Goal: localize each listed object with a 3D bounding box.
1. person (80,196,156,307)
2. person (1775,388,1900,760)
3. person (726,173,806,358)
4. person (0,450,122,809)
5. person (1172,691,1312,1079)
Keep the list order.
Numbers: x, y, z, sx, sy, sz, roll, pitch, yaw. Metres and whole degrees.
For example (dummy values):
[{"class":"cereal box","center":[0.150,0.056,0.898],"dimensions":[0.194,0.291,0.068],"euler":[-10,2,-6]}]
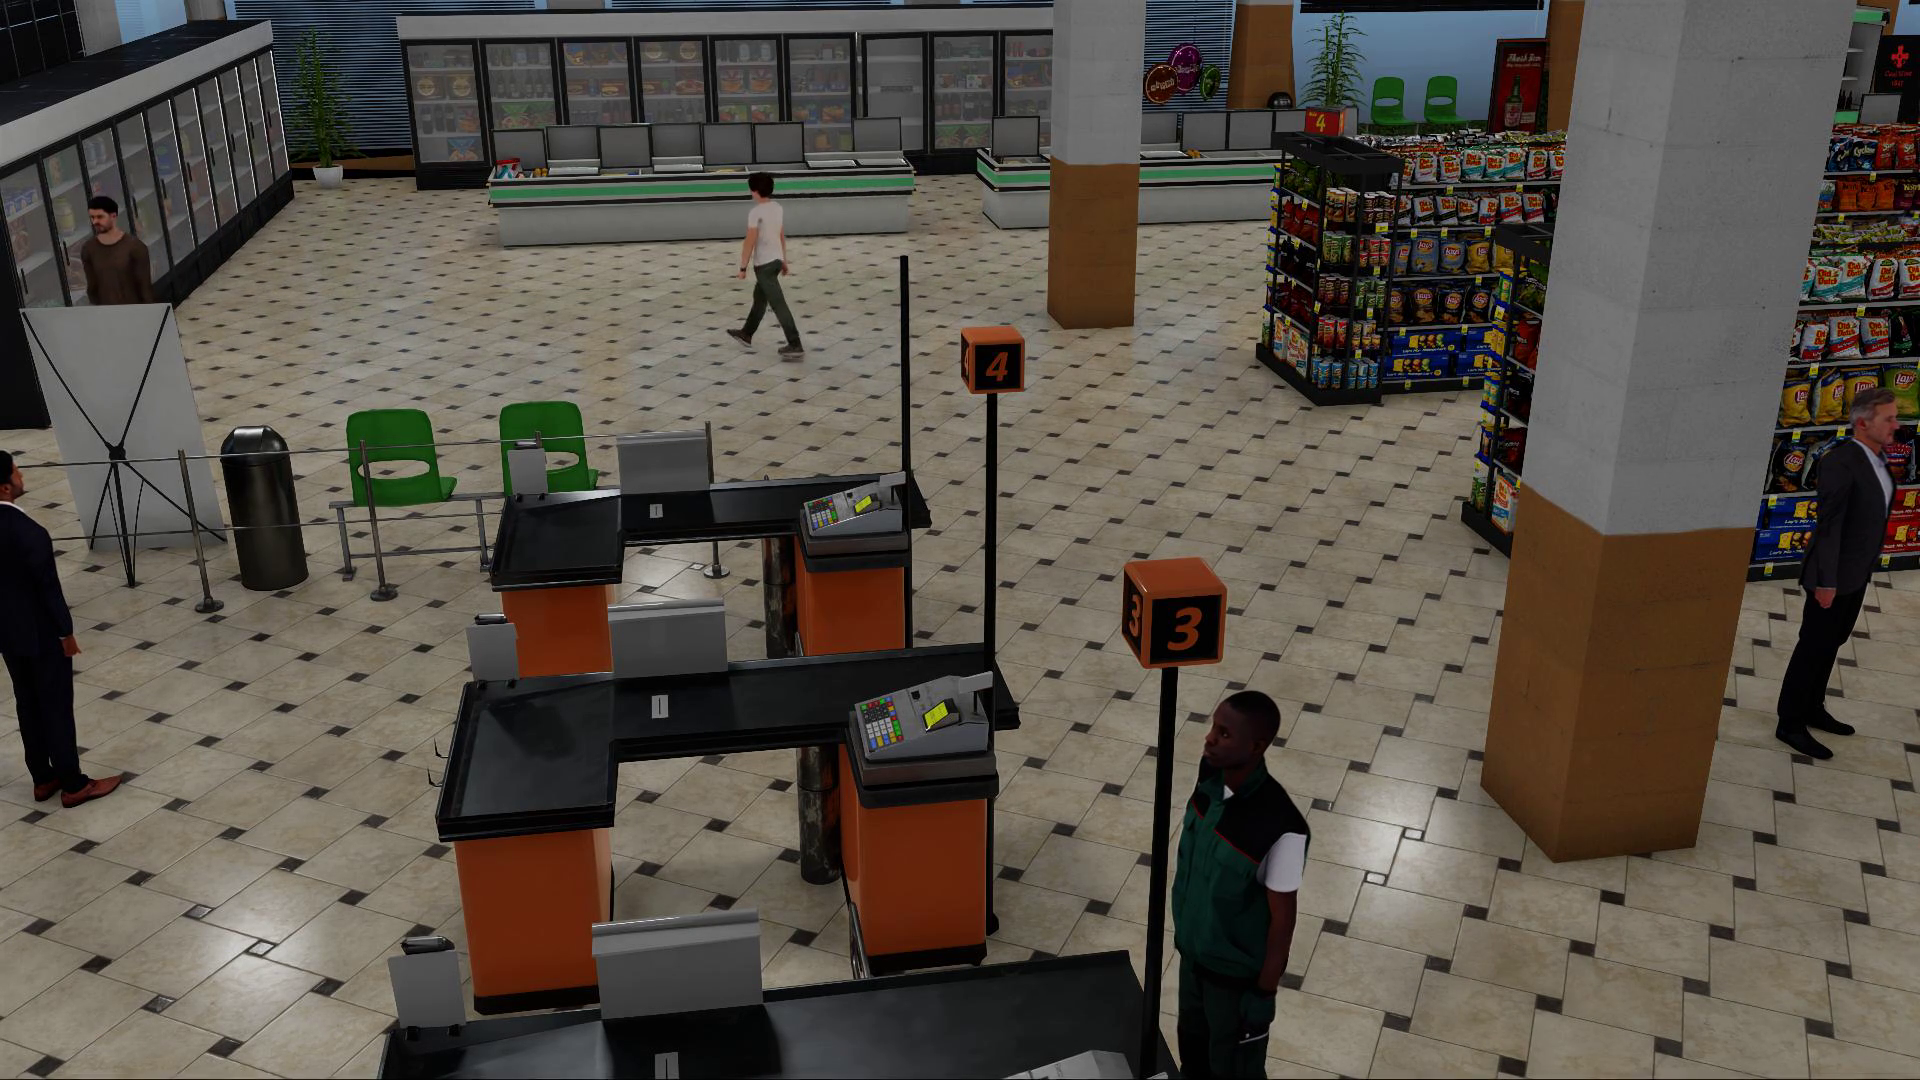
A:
[{"class":"person","center":[-6.247,-1.665,12.566],"dimensions":[0.902,1.874,0.766],"euler":[-1,22,-4]},{"class":"person","center":[4.312,0.132,8.136],"dimensions":[0.863,1.842,0.762],"euler":[20,29,40]},{"class":"person","center":[-1.639,-2.392,14.731],"dimensions":[1.166,1.607,1.054],"euler":[12,25,28]},{"class":"person","center":[-4.249,0.415,7.586],"dimensions":[0.660,1.727,0.770],"euler":[9,24,21]},{"class":"person","center":[0.855,1.295,5.244],"dimensions":[0.688,1.839,0.737],"euler":[-9,24,-21]}]
